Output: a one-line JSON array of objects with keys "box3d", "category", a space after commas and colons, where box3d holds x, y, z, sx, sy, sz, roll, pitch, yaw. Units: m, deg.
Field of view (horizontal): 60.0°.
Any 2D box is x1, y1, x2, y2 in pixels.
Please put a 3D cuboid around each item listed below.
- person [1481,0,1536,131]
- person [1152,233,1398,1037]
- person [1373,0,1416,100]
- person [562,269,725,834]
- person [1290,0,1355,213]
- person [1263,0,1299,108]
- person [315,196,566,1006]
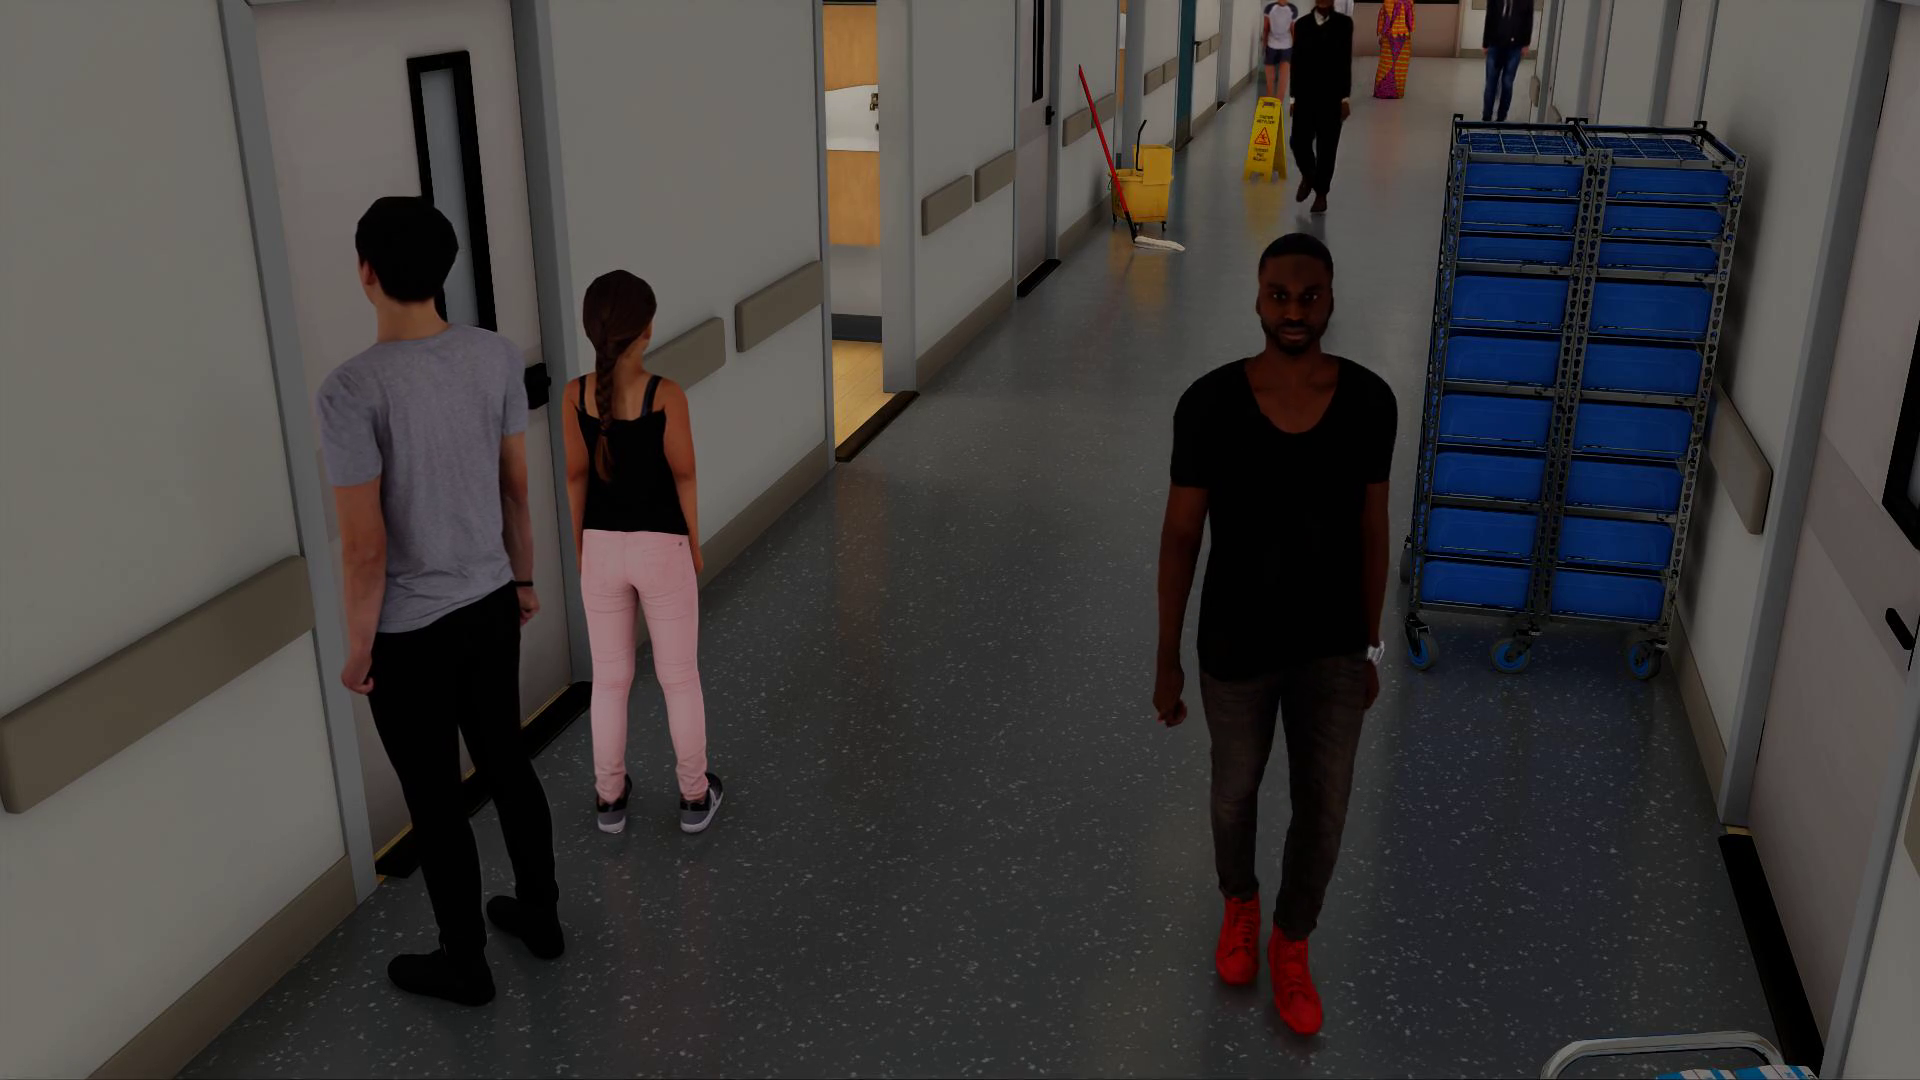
[{"box3d": [6.320, -5.686, 19.199, 0.801, 1.862, 1.053, 9, 23, 23], "category": "person"}, {"box3d": [0.717, 0.188, 3.794, 0.722, 1.789, 0.759, 2, 21, 6], "category": "person"}, {"box3d": [5.888, -6.890, 22.600, 0.773, 1.690, 0.840, -14, 25, -33], "category": "person"}, {"box3d": [-0.868, 0.051, 4.474, 0.544, 1.562, 0.539, 2, 21, 4], "category": "person"}, {"box3d": [3.054, -3.730, 13.993, 0.747, 1.893, 0.801, 8, 22, 20], "category": "person"}, {"box3d": [3.899, -5.962, 20.314, 0.601, 1.588, 1.021, 5, 21, 12], "category": "person"}, {"box3d": [-1.159, 0.171, 3.733, 0.799, 1.863, 0.604, 13, 25, 31], "category": "person"}]
